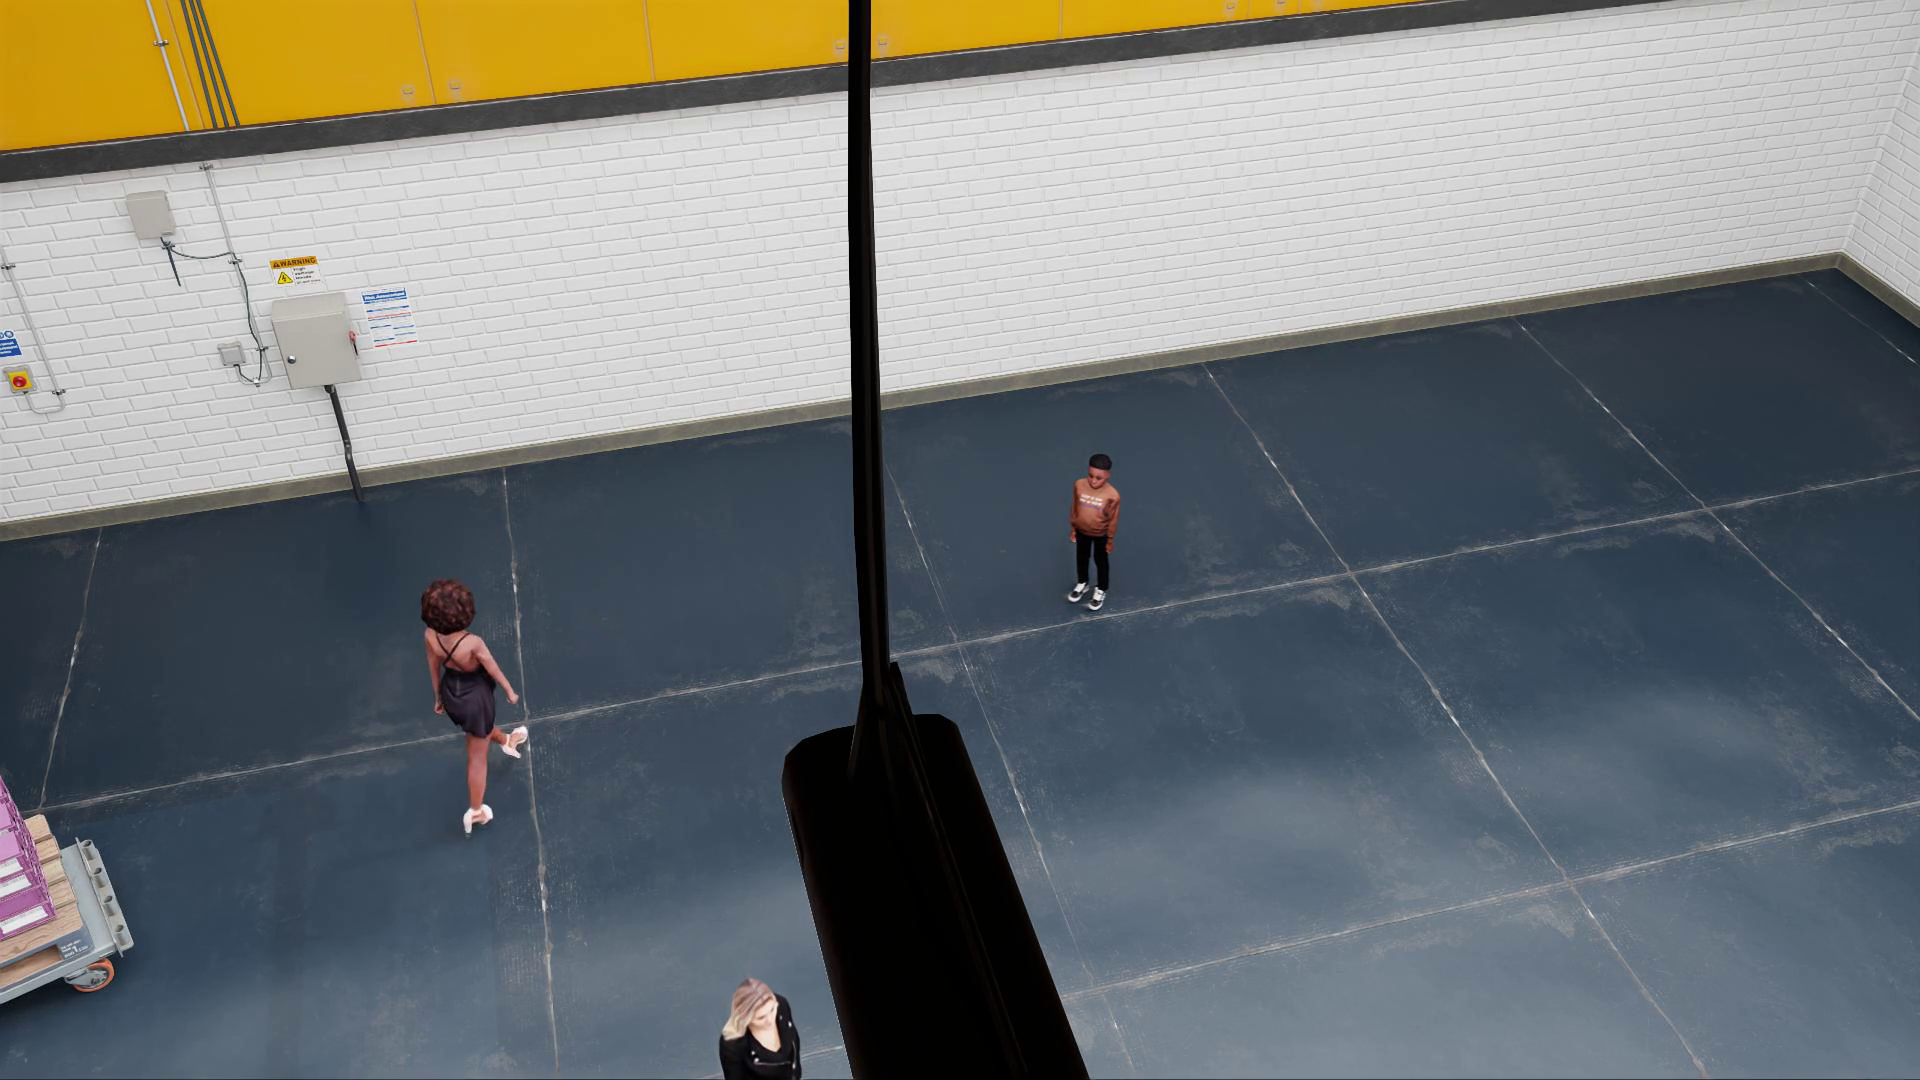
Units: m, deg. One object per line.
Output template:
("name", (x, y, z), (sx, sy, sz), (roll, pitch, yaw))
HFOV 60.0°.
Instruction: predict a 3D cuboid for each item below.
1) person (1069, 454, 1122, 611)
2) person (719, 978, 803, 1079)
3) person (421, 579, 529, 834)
("person", (0.945, -0.088, 11.642), (0.585, 1.255, 0.647), (20, 43, 23))
("person", (-0.951, 2.615, 7.919), (0.766, 1.678, 0.721), (24, 44, 27))
("person", (-2.937, 1.040, 9.831), (0.966, 1.753, 1.133), (12, 40, 14))
